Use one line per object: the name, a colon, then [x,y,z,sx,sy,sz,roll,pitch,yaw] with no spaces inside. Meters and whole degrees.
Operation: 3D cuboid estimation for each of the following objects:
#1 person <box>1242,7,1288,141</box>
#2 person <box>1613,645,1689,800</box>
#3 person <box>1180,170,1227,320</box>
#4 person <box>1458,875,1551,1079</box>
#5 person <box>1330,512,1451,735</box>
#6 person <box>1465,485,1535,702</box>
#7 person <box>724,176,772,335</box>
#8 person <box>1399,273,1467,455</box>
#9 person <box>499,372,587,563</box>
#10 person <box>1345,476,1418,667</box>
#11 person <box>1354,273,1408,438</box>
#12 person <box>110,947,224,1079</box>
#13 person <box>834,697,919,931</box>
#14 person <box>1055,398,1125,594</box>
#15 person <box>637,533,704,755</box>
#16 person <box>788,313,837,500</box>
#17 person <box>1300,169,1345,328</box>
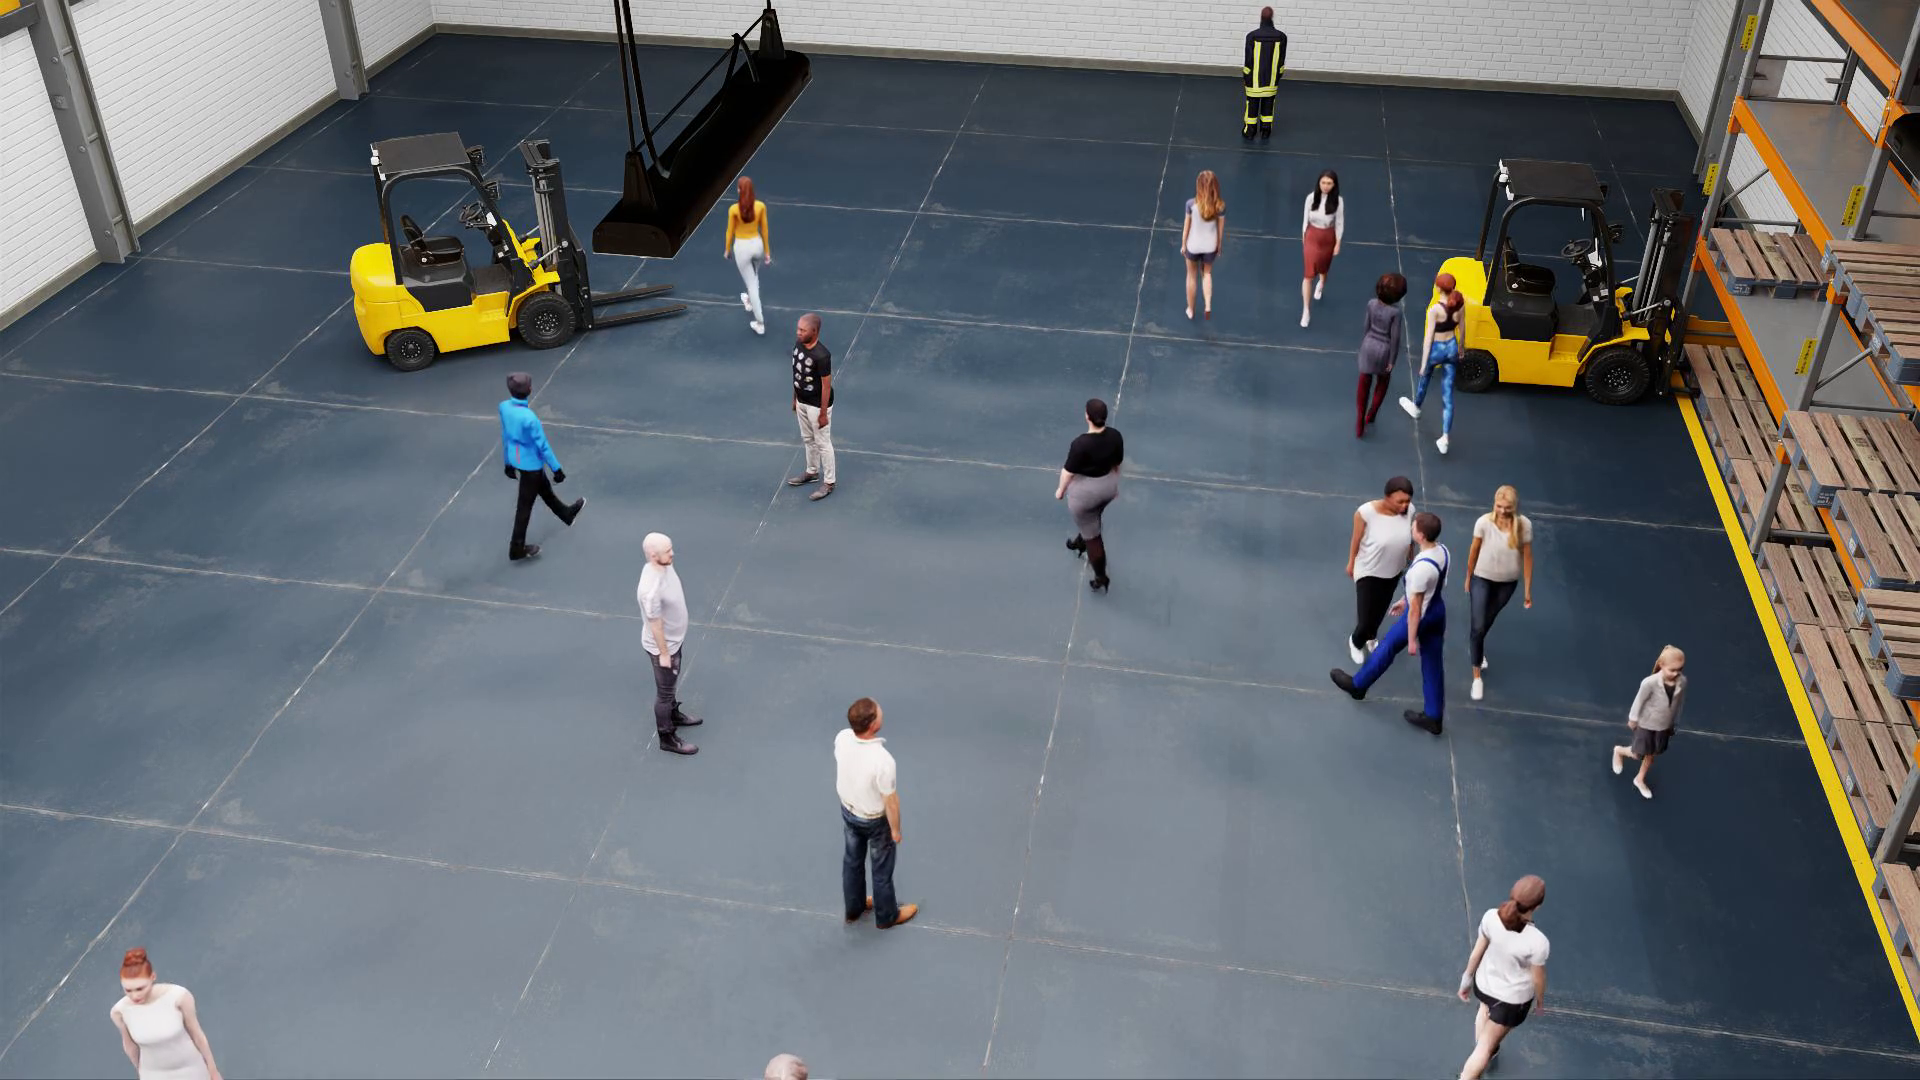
person: [4.207,-6.494,23.102,0.808,1.822,0.754,-2,34,-3]
person: [4.958,1.255,11.946,0.608,1.267,0.705,-5,34,-7]
person: [2.654,-3.168,18.192,0.694,1.719,0.803,-2,34,-3]
person: [3.023,2.629,9.463,0.941,1.727,0.841,-27,42,-35]
person: [3.510,0.657,12.360,1.113,1.804,1.177,28,43,36]
person: [4.133,0.280,12.959,0.726,1.770,1.019,-1,34,-2]
person: [-2.246,-3.053,18.027,1.003,1.710,1.139,-17,37,-24]
person: [4.619,-1.659,15.911,1.026,1.731,1.298,-6,34,-9]
person: [-3.791,-0.586,14.279,1.048,1.751,1.229,27,42,35]
person: [3.318,0.172,13.207,0.767,1.675,0.790,-10,35,-15]
person: [4.026,-1.753,16.081,0.688,1.700,0.754,19,38,26]
person: [-4.279,2.817,9.129,0.712,1.784,0.756,-12,35,-17]
person: [-0.619,1.766,10.642,0.791,1.858,0.830,29,43,36]
person: [1.168,-0.326,13.910,1.041,1.726,1.112,-21,39,-28]
person: [-2.174,0.727,12.226,0.749,1.835,0.576,0,34,1]
person: [-1.334,-1.255,15.236,0.802,1.805,0.757,-25,41,-32]
person: [3.988,-3.269,18.348,0.709,1.714,1.118,10,35,15]
